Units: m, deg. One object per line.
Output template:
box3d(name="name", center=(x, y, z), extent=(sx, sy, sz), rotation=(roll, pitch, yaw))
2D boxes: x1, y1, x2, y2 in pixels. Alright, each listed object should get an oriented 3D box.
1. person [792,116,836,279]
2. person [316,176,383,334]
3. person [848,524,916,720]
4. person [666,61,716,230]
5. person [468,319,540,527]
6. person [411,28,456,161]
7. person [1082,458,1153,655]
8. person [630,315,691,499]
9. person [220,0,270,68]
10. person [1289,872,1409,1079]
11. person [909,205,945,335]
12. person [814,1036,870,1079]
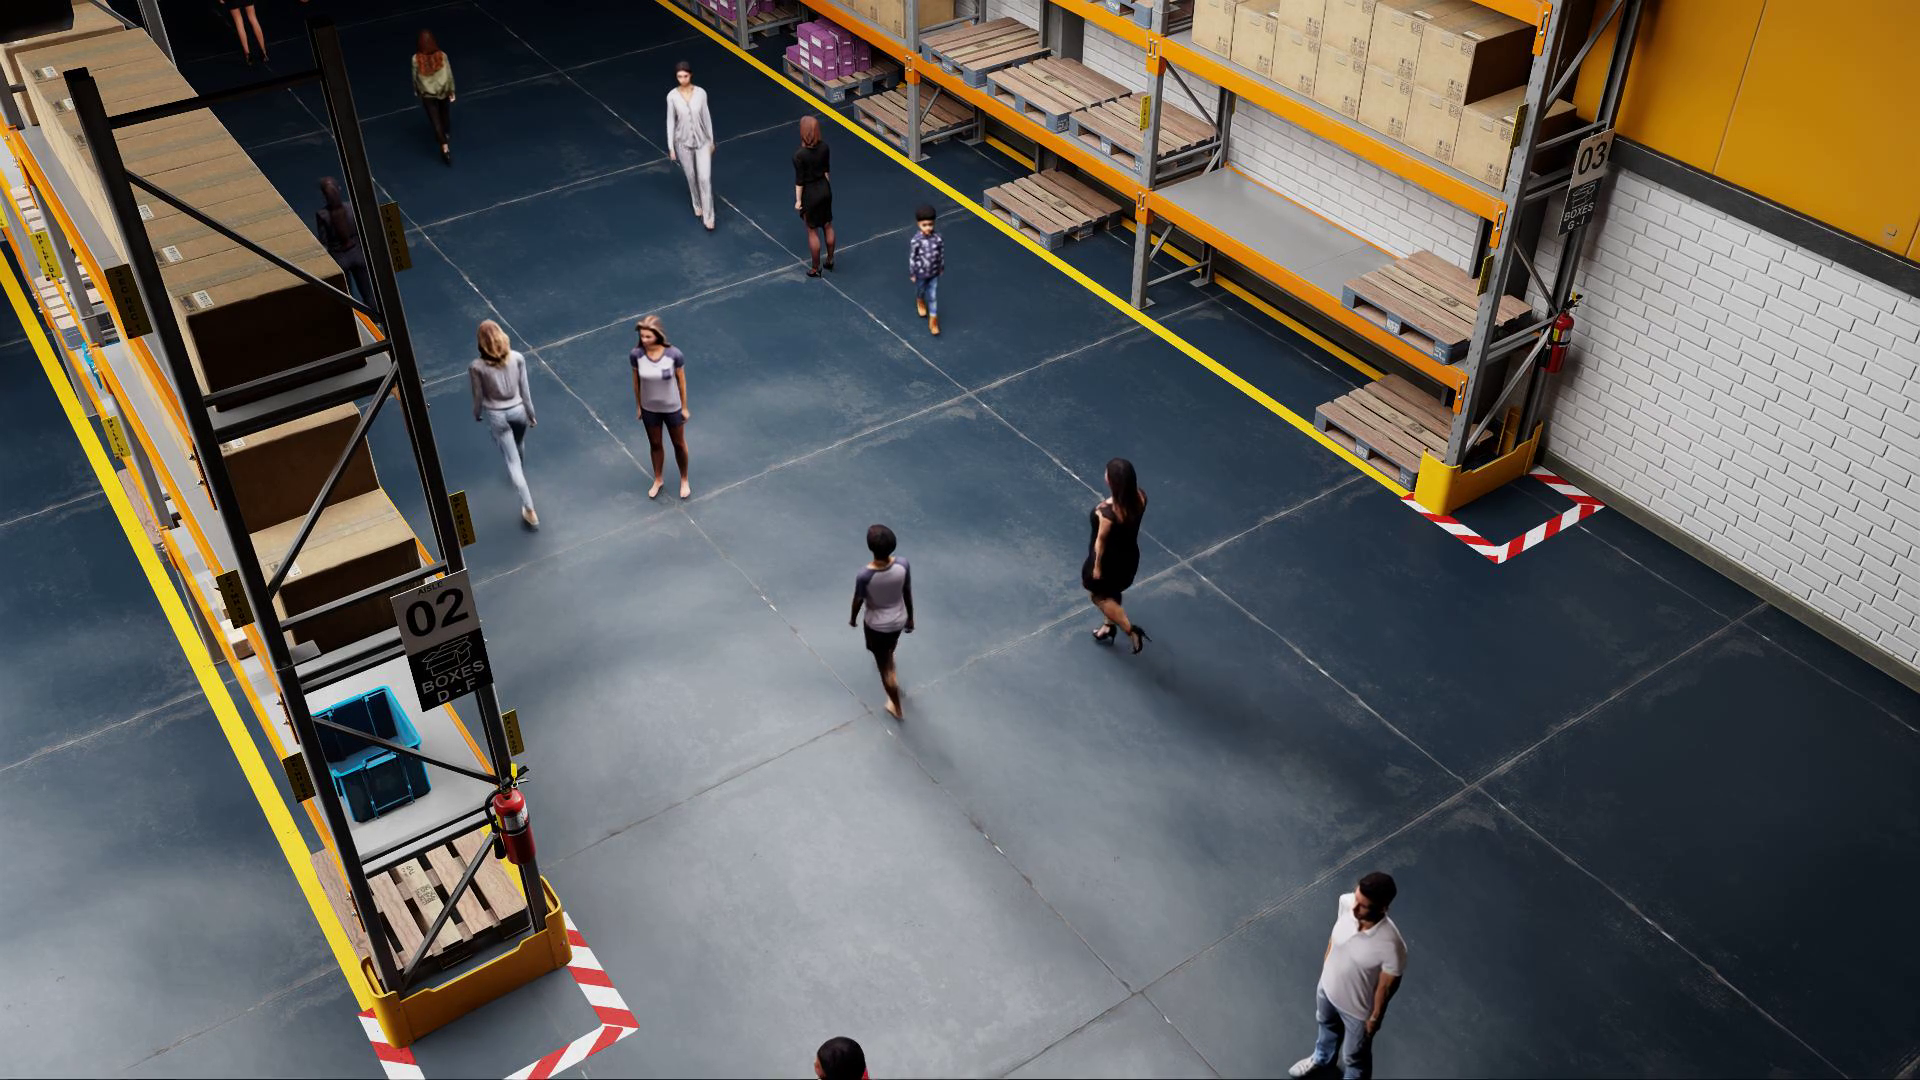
box3d(name="person", center=(-1.439, -3.411, 16.556), extent=(0.609, 1.706, 0.532), rotation=(-29, 47, -32))
box3d(name="person", center=(-5.707, -2.599, 15.536), extent=(0.570, 1.710, 0.472), rotation=(-24, 45, -27))
box3d(name="person", center=(-0.490, 0.600, 11.678), extent=(0.599, 1.525, 0.991), rotation=(-20, 43, -23))
box3d(name="person", center=(-2.828, -4.223, 17.539), extent=(0.869, 1.748, 1.024), rotation=(-6, 39, -8))
box3d(name="person", center=(-3.627, -0.909, 13.392), extent=(0.757, 1.744, 1.201), rotation=(-17, 42, -20))
box3d(name="person", center=(-5.906, -4.992, 18.745), extent=(0.666, 1.444, 1.026), rotation=(-18, 42, -21))
box3d(name="person", center=(1.181, 0.180, 12.063), extent=(0.890, 1.702, 0.770), rotation=(28, 47, 31))
box3d(name="person", center=(-2.439, -1.110, 13.655), extent=(0.682, 1.730, 0.724), rotation=(2, 39, 3))
box3d(name="person", center=(-9.009, -6.804, 20.721), extent=(0.633, 1.811, 0.556), rotation=(-19, 42, -22))
box3d(name="person", center=(2.157, 2.455, 9.087), extent=(0.771, 1.861, 0.564), rotation=(-16, 41, -19))
box3d(name="person", center=(-0.332, -2.643, 15.977), extent=(0.712, 1.229, 0.911), rotation=(-7, 39, -8))
box3d(name="person", center=(-0.459, 3.079, 8.409), extent=(0.956, 1.731, 0.906), rotation=(4, 39, 4))
